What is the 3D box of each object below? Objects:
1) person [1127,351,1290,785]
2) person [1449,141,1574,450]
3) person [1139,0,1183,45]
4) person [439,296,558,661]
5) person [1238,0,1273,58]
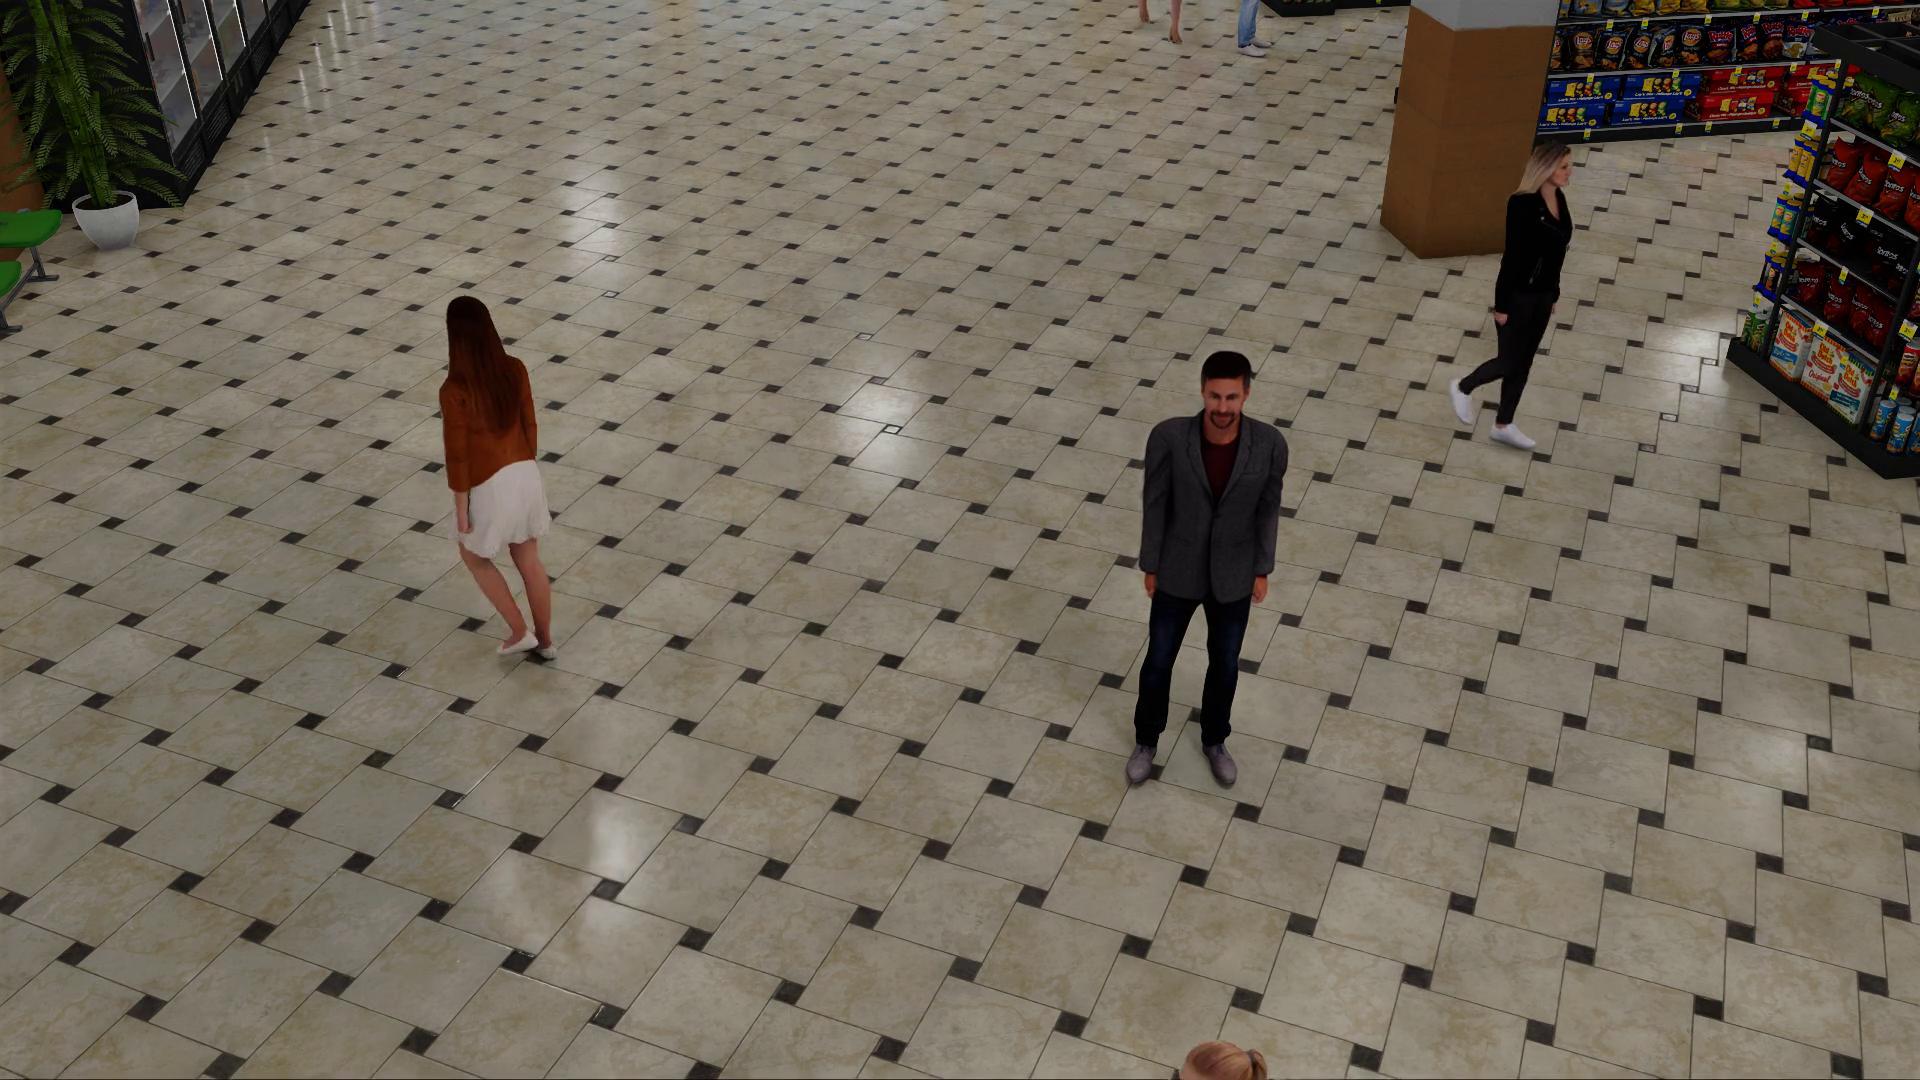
[{"bbox_3d":[0.937,0.116,6.382,0.639,1.873,0.802,2,32,4],"label":"person"},{"bbox_3d":[2.923,-1.303,8.848,0.859,1.678,0.892,-25,40,-34],"label":"person"},{"bbox_3d":[1.927,-5.641,15.800,1.133,1.699,0.790,-10,33,-15],"label":"person"},{"bbox_3d":[-1.892,-0.186,7.024,0.804,1.707,0.731,23,39,33],"label":"person"},{"bbox_3d":[2.766,-5.454,15.354,0.728,1.851,0.730,12,34,18],"label":"person"}]
